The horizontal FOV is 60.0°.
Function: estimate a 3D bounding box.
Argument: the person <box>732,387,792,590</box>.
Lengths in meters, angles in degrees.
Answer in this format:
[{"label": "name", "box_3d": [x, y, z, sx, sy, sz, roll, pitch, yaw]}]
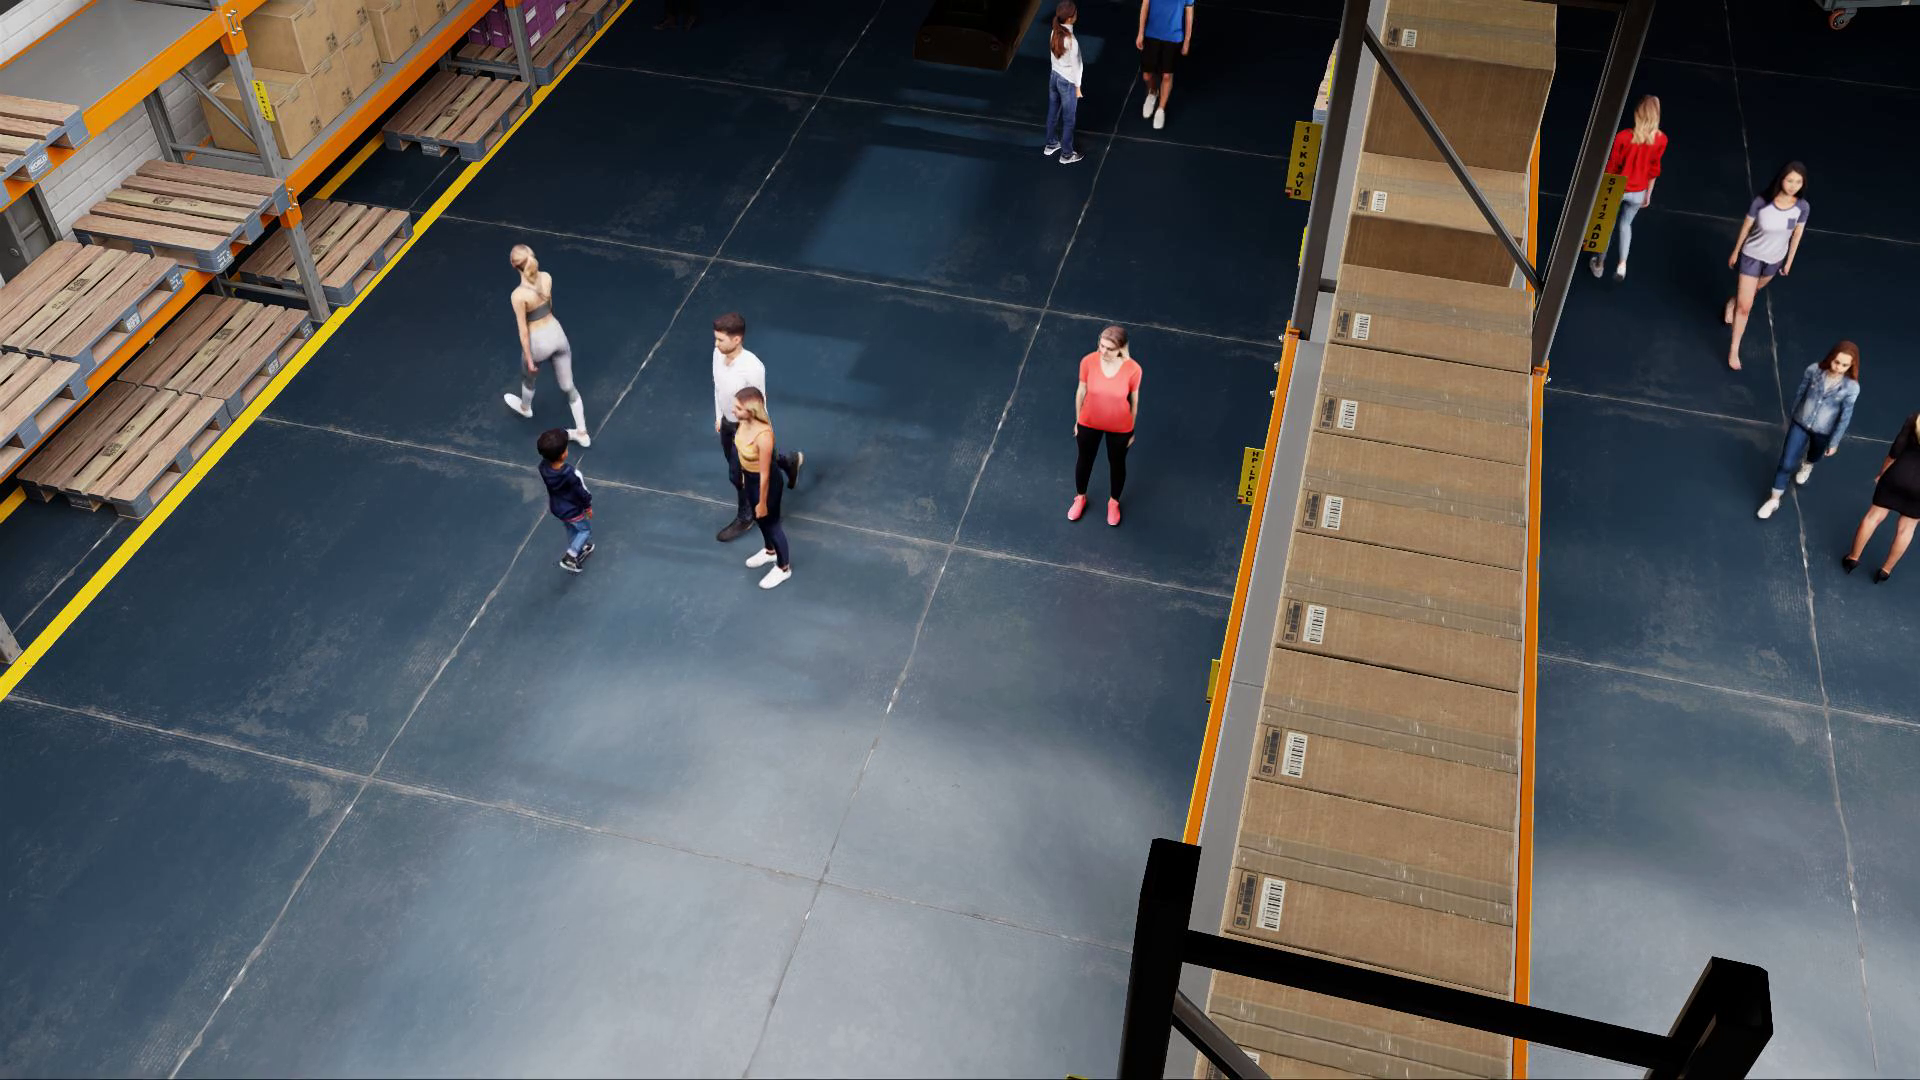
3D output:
[{"label": "person", "box_3d": [-1.345, -0.392, 11.316, 0.699, 1.626, 0.639, -22, 48, -22]}]

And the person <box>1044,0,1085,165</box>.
[{"label": "person", "box_3d": [0.957, -4.256, 15.421, 0.673, 1.559, 0.627, -29, 51, -27]}]

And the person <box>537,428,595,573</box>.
[{"label": "person", "box_3d": [-2.727, -0.238, 11.453, 0.603, 1.214, 0.676, 22, 48, 21]}]

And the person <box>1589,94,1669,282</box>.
[{"label": "person", "box_3d": [5.557, -2.863, 13.859, 0.715, 1.696, 0.847, 2, 44, 2]}]

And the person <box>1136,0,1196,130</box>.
[{"label": "person", "box_3d": [1.958, -4.851, 15.829, 0.702, 1.858, 0.723, 8, 44, 8]}]

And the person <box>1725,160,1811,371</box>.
[{"label": "person", "box_3d": [6.397, -2.290, 13.280, 0.699, 1.665, 1.130, 5, 44, 6]}]

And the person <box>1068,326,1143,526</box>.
[{"label": "person", "box_3d": [1.028, -0.818, 11.713, 0.582, 1.694, 0.520, 10, 44, 10]}]

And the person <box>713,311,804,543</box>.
[{"label": "person", "box_3d": [-1.450, -0.861, 11.652, 1.139, 1.841, 0.997, -30, 51, -27]}]

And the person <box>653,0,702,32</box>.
[{"label": "person", "box_3d": [-2.980, -6.107, 17.272, 0.882, 1.685, 0.821, -23, 48, -22]}]

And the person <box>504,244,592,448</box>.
[{"label": "person", "box_3d": [-3.012, -1.397, 12.343, 0.933, 1.664, 1.080, 29, 51, 27]}]

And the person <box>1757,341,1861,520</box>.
[{"label": "person", "box_3d": [6.155, -0.851, 11.923, 0.851, 1.453, 1.072, 29, 51, 27]}]

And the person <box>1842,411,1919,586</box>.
[{"label": "person", "box_3d": [6.434, -0.382, 11.270, 0.606, 1.675, 0.576, 24, 49, 23]}]
